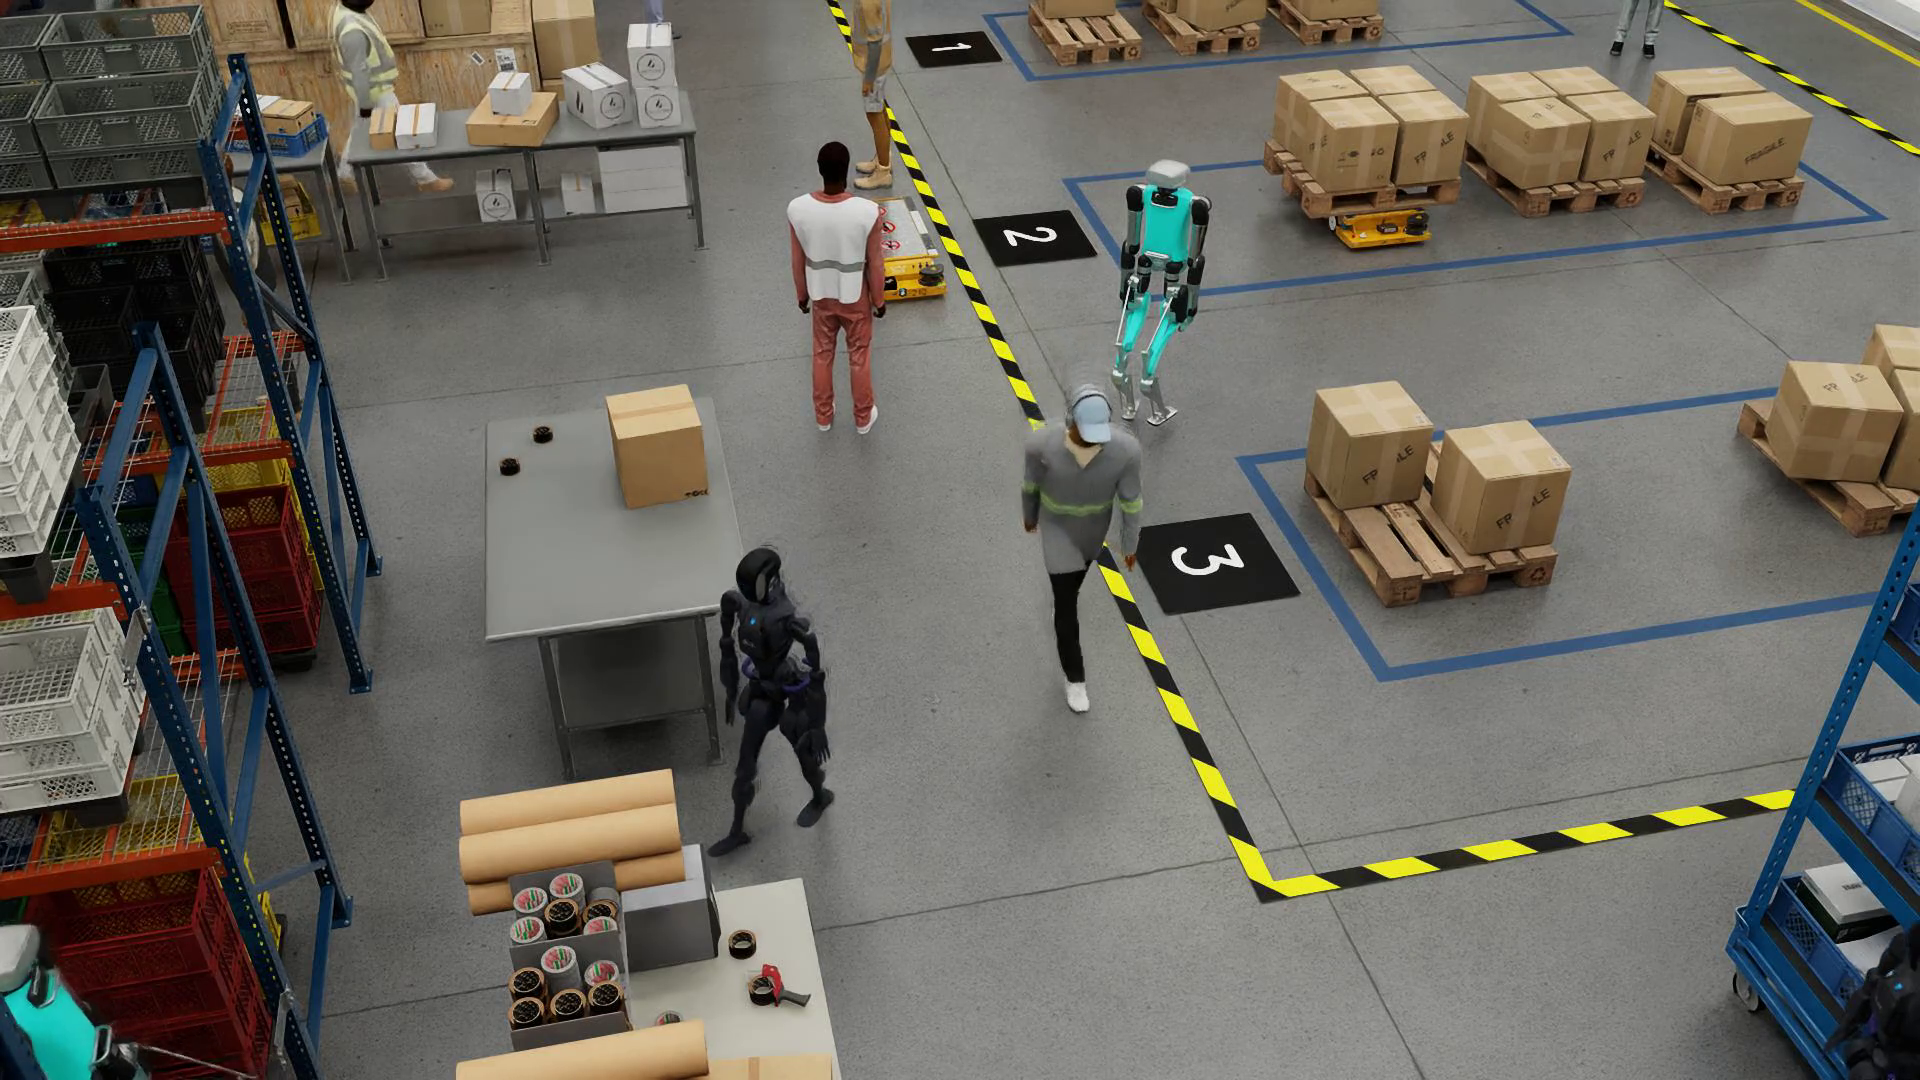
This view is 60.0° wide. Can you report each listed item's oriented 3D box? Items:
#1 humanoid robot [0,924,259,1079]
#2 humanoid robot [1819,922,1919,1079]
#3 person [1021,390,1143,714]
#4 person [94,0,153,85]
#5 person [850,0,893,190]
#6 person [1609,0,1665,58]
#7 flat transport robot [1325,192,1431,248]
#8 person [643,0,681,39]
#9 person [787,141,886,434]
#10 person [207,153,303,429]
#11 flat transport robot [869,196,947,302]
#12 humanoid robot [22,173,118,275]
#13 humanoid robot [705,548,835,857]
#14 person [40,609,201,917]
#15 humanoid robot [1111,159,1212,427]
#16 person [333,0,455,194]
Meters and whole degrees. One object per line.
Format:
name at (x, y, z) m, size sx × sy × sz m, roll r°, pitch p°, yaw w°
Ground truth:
humanoid robot at (-2.726, 1.932, 5.736) m, size 0.802 × 1.779 × 0.554 m, roll -11°, pitch 38°, yaw -15°
humanoid robot at (3.202, 1.894, 5.828) m, size 0.518 × 1.642 × 0.606 m, roll 3°, pitch 37°, yaw 4°
person at (0.607, -0.101, 8.435) m, size 0.594 × 1.771 × 1.037 m, roll -2°, pitch 37°, yaw -2°
person at (-7.515, -4.976, 14.794) m, size 0.622 × 1.993 × 0.757 m, roll 17°, pitch 40°, yaw 21°
person at (-0.728, -3.773, 13.146) m, size 0.391 × 2.033 × 0.613 m, roll 1°, pitch 37°, yaw 2°
person at (6.517, -5.445, 15.558) m, size 0.589 × 1.835 × 0.404 m, roll 10°, pitch 38°, yaw 13°
flat transport robot at (3.134, -2.740, 13.213) m, size 0.652 × 0.197 × 1.431 m, roll -8°, pitch 37°, yaw -10°
person at (-2.932, -5.739, 16.011) m, size 0.326 × 1.767 × 0.530 m, roll -14°, pitch 39°, yaw -18°
person at (-0.745, -1.515, 10.221) m, size 0.580 × 1.911 × 0.394 m, roll 8°, pitch 37°, yaw 11°
person at (-4.410, -1.547, 10.312) m, size 0.344 × 1.845 × 0.506 m, roll -12°, pitch 38°, yaw -15°
flat transport robot at (-0.570, -2.220, 12.538) m, size 0.659 × 0.231 × 1.431 m, roll -8°, pitch 37°, yaw -10°
humanoid robot at (-5.742, -2.028, 11.137) m, size 0.764 × 1.884 × 0.541 m, roll -23°, pitch 42°, yaw -28°
humanoid robot at (-0.833, 0.751, 7.380) m, size 0.590 × 1.638 × 0.688 m, roll 19°, pitch 41°, yaw 24°
person at (-3.663, 0.955, 7.055) m, size 0.614 × 1.716 × 0.511 m, roll -2°, pitch 37°, yaw -2°
humanoid robot at (1.137, -1.428, 10.130) m, size 0.533 × 1.677 × 0.735 m, roll 18°, pitch 40°, yaw 23°
person at (-4.648, -3.563, 13.061) m, size 0.922 × 1.802 × 0.629 m, roll -13°, pitch 39°, yaw -17°
